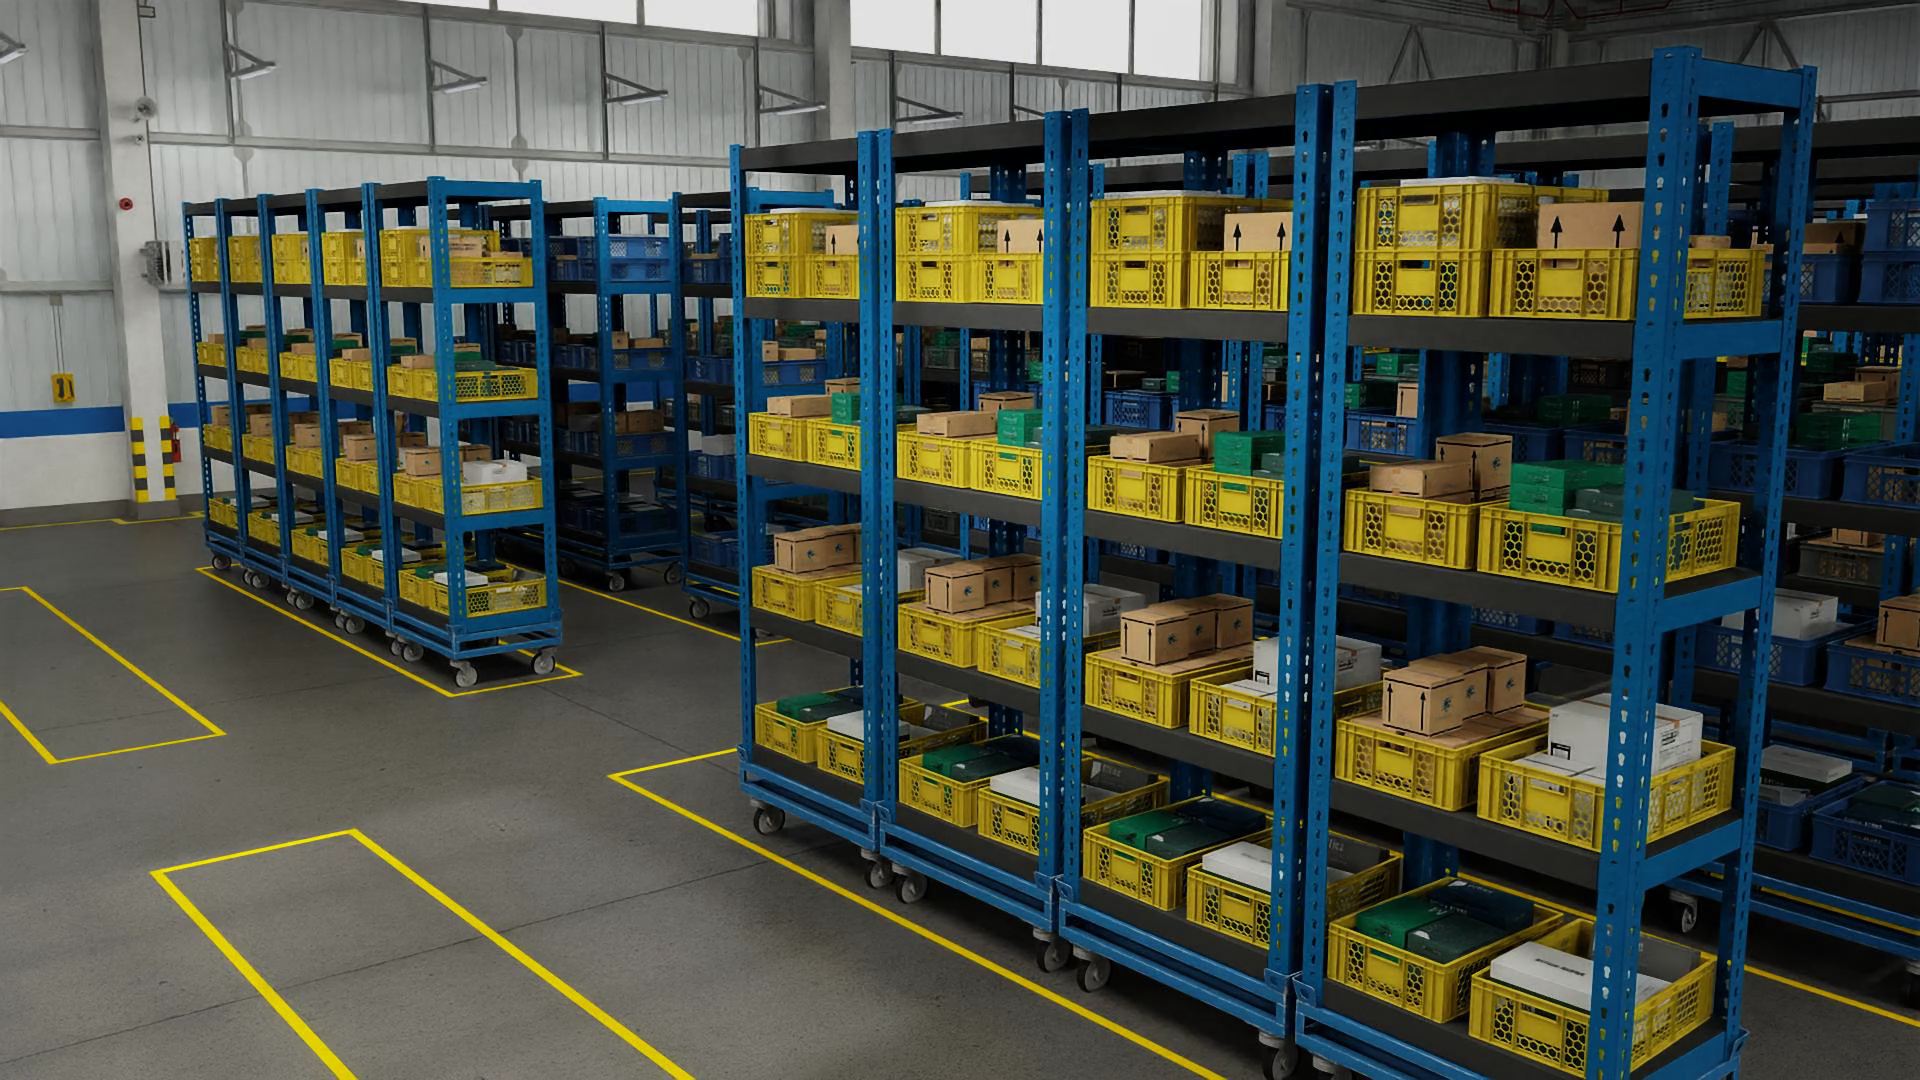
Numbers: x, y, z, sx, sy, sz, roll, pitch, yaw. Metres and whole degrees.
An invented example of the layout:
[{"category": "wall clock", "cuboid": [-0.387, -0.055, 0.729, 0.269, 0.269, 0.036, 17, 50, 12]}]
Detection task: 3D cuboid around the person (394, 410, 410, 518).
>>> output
[{"category": "person", "cuboid": [-6.665, -1.182, 19.809, 0.390, 1.847, 0.563, -2, 10, -14]}]
